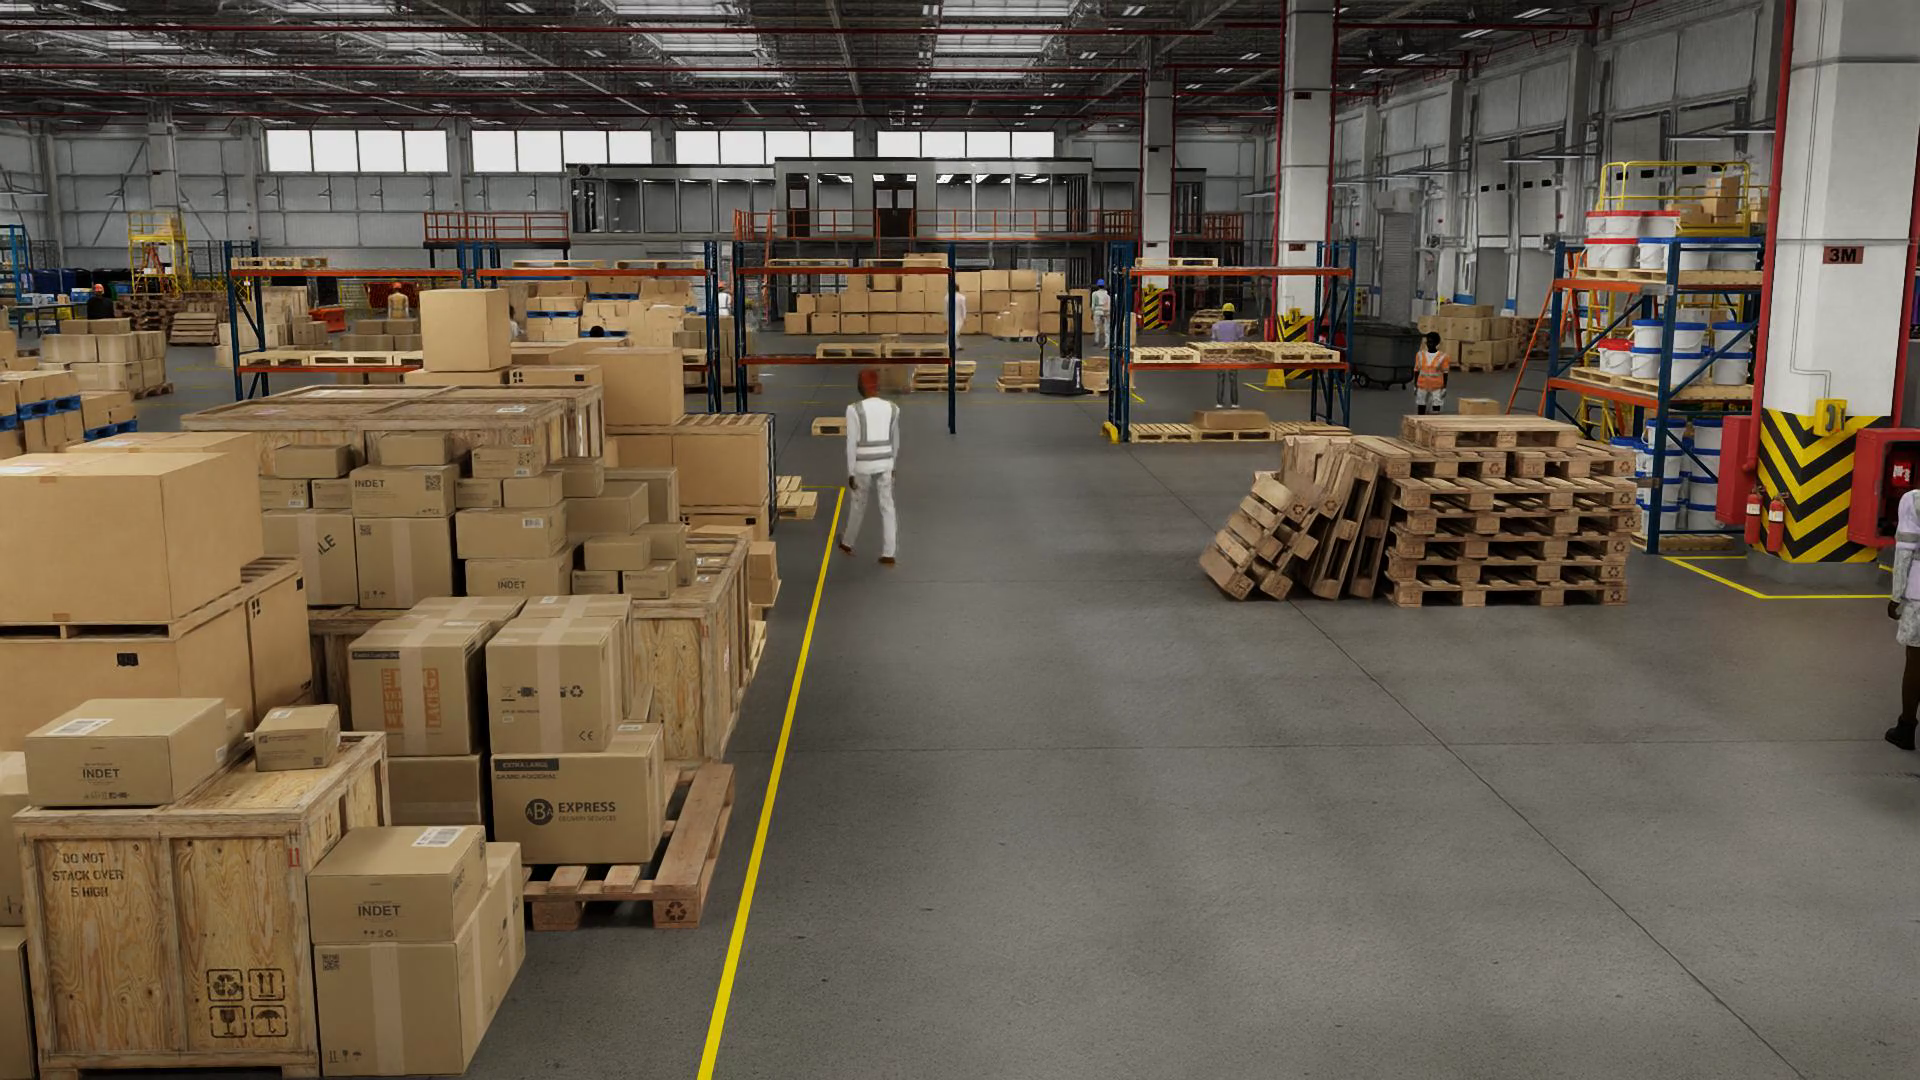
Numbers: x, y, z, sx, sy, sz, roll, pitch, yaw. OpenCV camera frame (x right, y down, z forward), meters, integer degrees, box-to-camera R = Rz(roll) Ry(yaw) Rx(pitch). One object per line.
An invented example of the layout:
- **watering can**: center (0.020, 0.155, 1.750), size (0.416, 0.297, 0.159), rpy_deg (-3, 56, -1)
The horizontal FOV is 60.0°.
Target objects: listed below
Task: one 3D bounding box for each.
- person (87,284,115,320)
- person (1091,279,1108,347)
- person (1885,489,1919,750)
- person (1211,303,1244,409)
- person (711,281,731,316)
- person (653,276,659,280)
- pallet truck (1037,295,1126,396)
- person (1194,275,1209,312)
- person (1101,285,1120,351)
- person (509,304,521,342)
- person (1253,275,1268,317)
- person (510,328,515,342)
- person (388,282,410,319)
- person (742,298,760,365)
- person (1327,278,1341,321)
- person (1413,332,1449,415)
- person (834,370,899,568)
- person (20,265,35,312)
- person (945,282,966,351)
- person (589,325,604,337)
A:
- **person**: center (-21.339, -5.365, 41.331), size (0.609, 1.996, 0.379), rpy_deg (-6, 12, -29)
- **person**: center (4.078, -6.566, 48.159), size (0.617, 1.943, 0.402), rpy_deg (-3, 11, -15)
- **person**: center (5.834, 0.303, 9.903), size (0.552, 1.942, 0.341), rpy_deg (3, 11, 14)
- **person**: center (4.861, -3.344, 30.281), size (0.586, 1.921, 0.383), rpy_deg (2, 10, 11)
- **person**: center (-6.714, -6.297, 46.726), size (0.547, 1.927, 0.388), rpy_deg (-2, 10, -13)
- **person**: center (-12.344, -9.950, 67.357), size (1.004, 1.837, 0.576), rpy_deg (-1, 10, -4)
- **pallet truck**: center (2.483, -3.881, 33.060), size (1.885, 1.965, 0.823), rpy_deg (-7, 13, -36)
- **person**: center (10.370, -10.753, 71.390), size (0.618, 1.986, 0.406), rpy_deg (1, 10, 3)
- **person**: center (4.188, -6.160, 46.212), size (0.429, 1.838, 0.622), rpy_deg (-7, 13, -36)
- **person**: center (-8.591, -3.587, 31.903), size (0.531, 1.839, 0.491), rpy_deg (6, 12, 29)
- **person**: center (12.183, -9.983, 67.372), size (0.598, 1.884, 0.993), rpy_deg (1, 10, 8)
- **person**: center (-7.886, -3.057, 28.821), size (0.319, 1.871, 0.561), rpy_deg (8, 13, 39)
- **person**: center (-15.671, -6.254, 46.485), size (0.579, 1.920, 0.420), rpy_deg (-3, 11, -17)
- **person**: center (-4.941, -4.796, 38.881), size (0.424, 1.727, 0.510), rpy_deg (1, 10, 7)
- **person**: center (13.033, -8.289, 58.143), size (0.632, 1.815, 0.867), rpy_deg (-7, 12, -35)
- **person**: center (7.076, -2.287, 25.027), size (0.529, 1.694, 0.321), rpy_deg (6, 12, 30)
- **person**: center (-0.878, -0.691, 15.721), size (0.605, 1.832, 0.984), rpy_deg (-5, 11, -27)
- **person**: center (-40.296, -10.887, 71.963), size (0.604, 2.044, 0.375), rpy_deg (3, 11, 16)
- **person**: center (-0.144, -6.144, 45.890), size (0.634, 1.916, 0.858), rpy_deg (7, 12, 33)
- **person**: center (-4.903, -1.942, 22.522), size (0.591, 1.910, 0.406), rpy_deg (-1, 10, -3)
